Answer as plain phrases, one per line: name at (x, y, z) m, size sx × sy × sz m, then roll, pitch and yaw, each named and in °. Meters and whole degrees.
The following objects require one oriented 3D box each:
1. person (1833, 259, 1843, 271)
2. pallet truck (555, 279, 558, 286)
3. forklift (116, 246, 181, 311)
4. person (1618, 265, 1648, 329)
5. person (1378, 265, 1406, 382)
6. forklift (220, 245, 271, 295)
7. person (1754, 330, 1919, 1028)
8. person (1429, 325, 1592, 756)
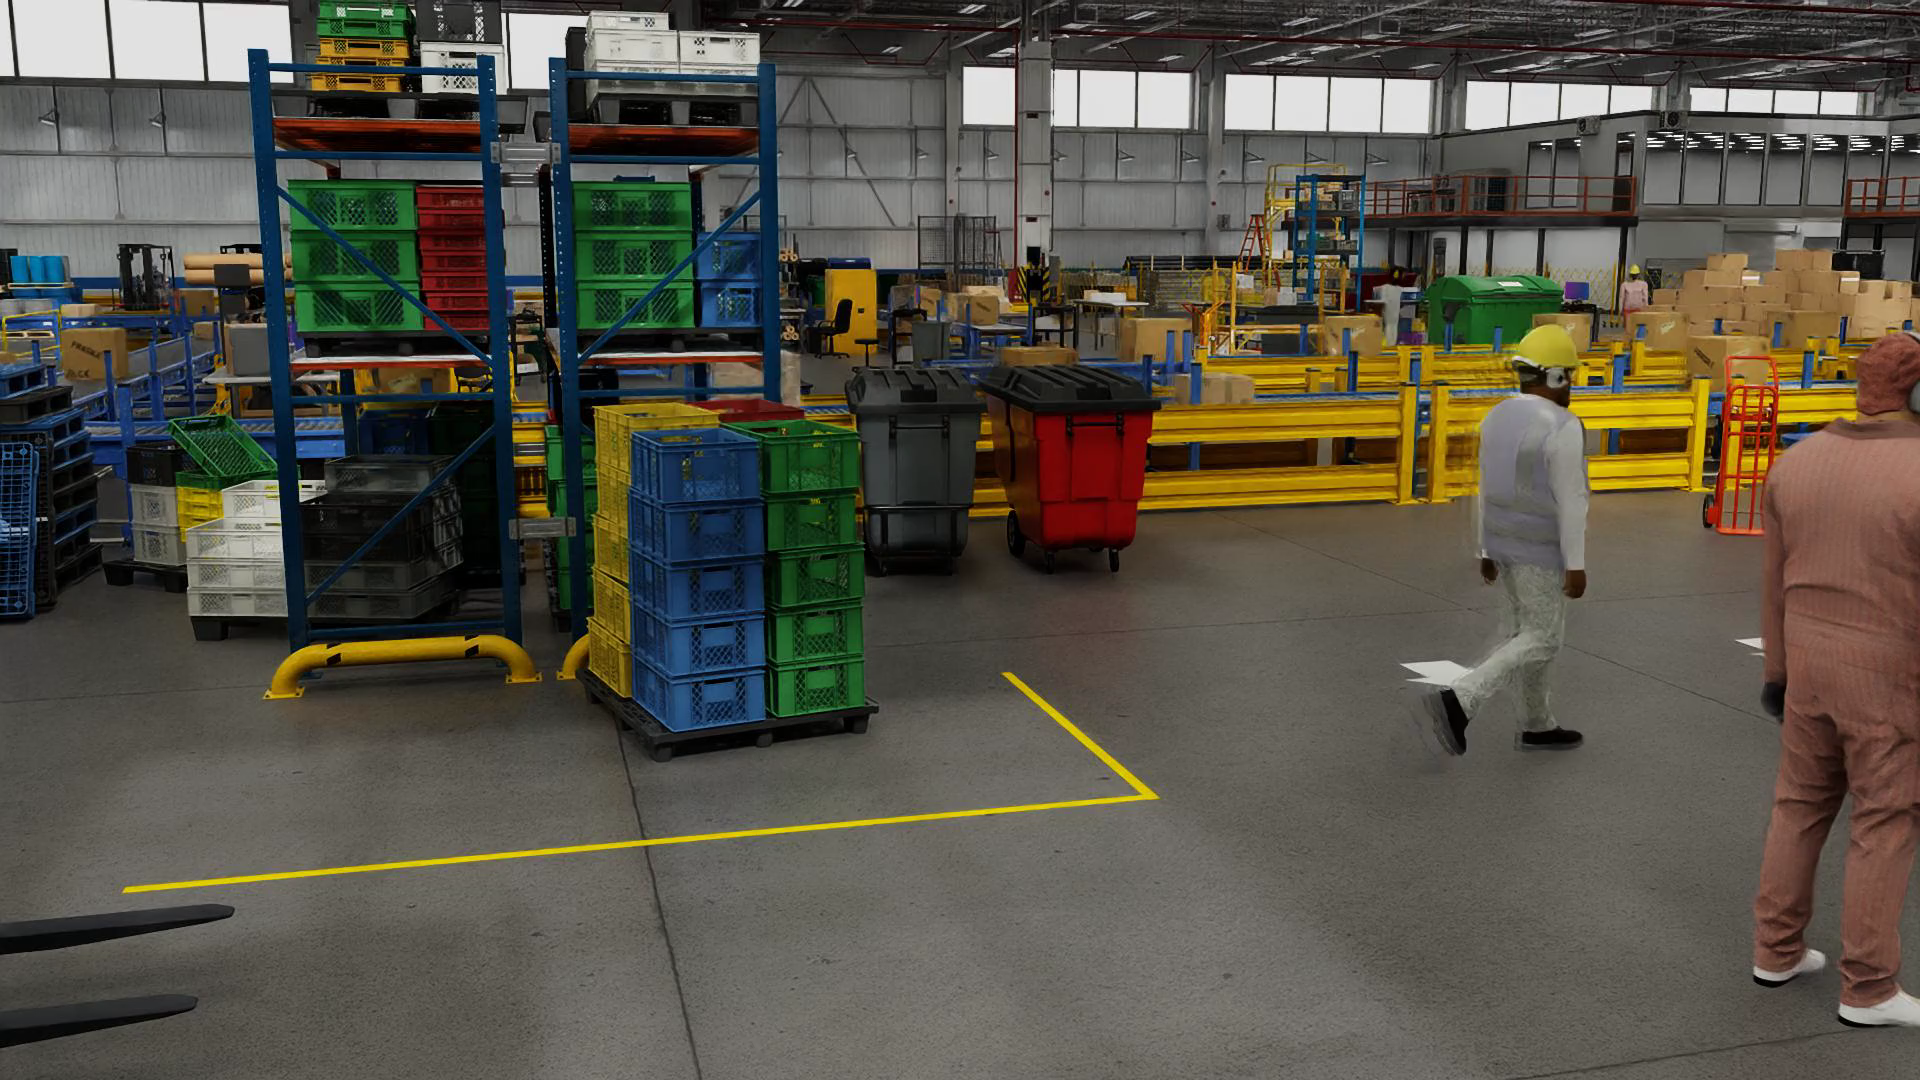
person at (19.659, -5.376, 37.365) m, size 0.580 × 1.825 × 1.025 m, roll -1°, pitch 10°, yaw -8°
pallet truck at (-10.604, -6.375, 44.520) m, size 0.653 × 1.274 × 1.630 m, roll -3°, pitch 10°, yaw -15°
forklift at (-19.966, -6.232, 40.894) m, size 1.157 × 1.987 × 2.680 m, roll -3°, pitch 10°, yaw -15°
person at (13.454, -4.616, 33.264) m, size 0.555 × 1.745 × 0.551 m, roll 4°, pitch 11°, yaw 21°
person at (6.703, -3.370, 25.989) m, size 0.546 × 1.840 × 0.453 m, roll -8°, pitch 12°, yaw -37°
forklift at (-17.749, -6.334, 41.440) m, size 1.157 × 1.987 × 2.680 m, roll -3°, pitch 10°, yaw -17°
person at (2.507, 0.377, 4.581) m, size 0.402 × 1.905 × 0.657 m, roll -4°, pitch 11°, yaw -20°
person at (2.291, 0.024, 6.837) m, size 0.715 × 1.812 × 0.598 m, roll -2°, pitch 10°, yaw -11°
